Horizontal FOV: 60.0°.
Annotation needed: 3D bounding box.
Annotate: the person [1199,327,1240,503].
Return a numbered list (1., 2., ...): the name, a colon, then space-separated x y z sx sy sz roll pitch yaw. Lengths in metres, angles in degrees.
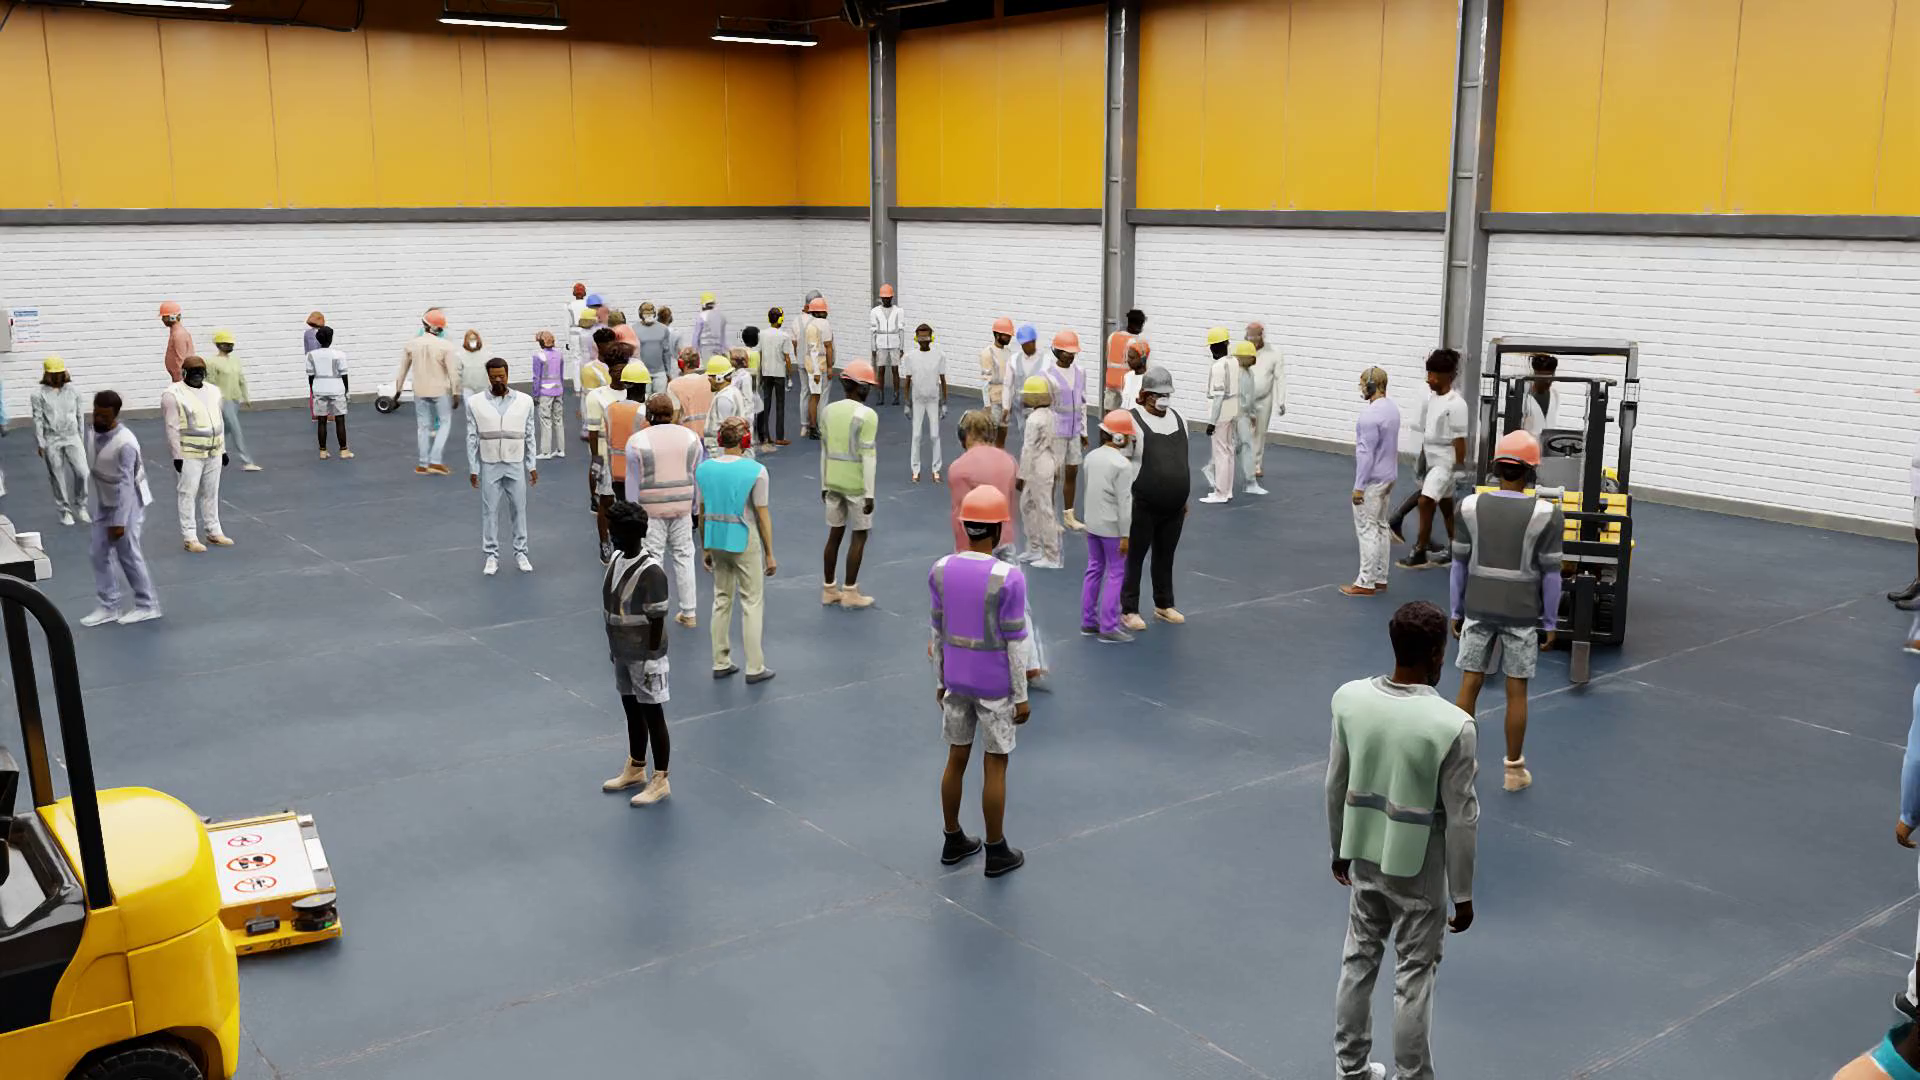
1. person: 2.821 -1.353 18.068 0.377 1.918 0.585 6 13 25

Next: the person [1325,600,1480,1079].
1. person: 1.568 1.156 5.953 0.376 1.915 0.599 -9 15 -39

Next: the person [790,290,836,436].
1. person: -1.968 -2.436 23.001 0.688 2.000 0.538 9 15 38

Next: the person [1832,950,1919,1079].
1. person: 1.920 1.686 3.507 0.616 1.879 0.456 -8 14 -35

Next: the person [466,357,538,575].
1. person: -4.049 -0.660 14.720 0.596 1.918 0.386 -4 12 -20

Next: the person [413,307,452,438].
1. person: -7.268 -2.313 22.996 0.545 1.802 0.525 -1 12 -5

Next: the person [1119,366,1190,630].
1. person: 1.523 -0.330 12.828 0.689 2.000 0.539 -7 14 -31

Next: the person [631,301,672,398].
1. person: -4.159 -2.225 22.262 0.636 1.930 0.372 -8 14 -32

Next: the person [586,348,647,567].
1. person: -3.078 -0.754 15.055 0.608 1.966 0.374 -10 15 -40

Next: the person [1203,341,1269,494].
1. person: 3.128 -1.397 18.780 0.798 1.714 0.496 7 14 31

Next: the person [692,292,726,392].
1. person: -4.006 -3.083 26.737 0.899 1.798 0.594 8 14 34

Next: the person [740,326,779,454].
1. person: -2.671 -1.914 21.376 0.749 1.657 0.559 -10 15 -40

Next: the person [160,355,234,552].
1. person: -7.168 -0.820 15.691 0.430 1.840 0.623 6 13 25

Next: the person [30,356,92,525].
1. person: -9.049 -0.987 16.760 0.489 1.728 0.519 -9 15 -38

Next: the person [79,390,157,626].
1. person: -6.505 -0.232 12.787 0.683 1.857 0.625 8 14 33

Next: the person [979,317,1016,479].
1. person: 0.467 -1.634 19.408 0.390 1.925 0.550 9 14 36

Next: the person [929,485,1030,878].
1. person: 0.112 0.688 8.187 0.545 1.930 0.387 9 15 36

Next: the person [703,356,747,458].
1. person: -2.237 -0.845 15.859 0.403 1.818 0.605 0 12 0

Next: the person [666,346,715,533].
1. person: -2.648 -0.990 16.488 0.378 1.844 0.569 10 16 41

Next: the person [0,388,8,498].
1. person: -10.732 -1.235 18.225 0.562 1.615 0.482 3 12 16

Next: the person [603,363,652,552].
1. person: -2.776 -0.555 14.229 0.581 1.919 0.393 7 14 30

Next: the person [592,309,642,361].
1. person: -4.215 -1.886 20.590 0.627 1.941 0.371 2 12 8

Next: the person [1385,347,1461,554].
1. person: 4.322 -0.825 15.461 0.568 1.940 0.655 -1 12 -3

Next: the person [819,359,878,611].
1. person: -0.874 -0.450 13.479 0.636 2.019 0.477 10 15 40

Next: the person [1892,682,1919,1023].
1. person: 4.016 1.072 6.555 0.591 1.837 0.403 3 12 15

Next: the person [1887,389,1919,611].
1. person: 7.788 -0.393 13.382 0.354 1.939 0.544 4 12 19

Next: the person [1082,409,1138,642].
1. person: 1.127 -0.117 12.511 0.352 1.747 0.627 -6 13 -26

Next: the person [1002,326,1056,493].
1. person: 0.767 -1.434 18.532 0.601 1.881 1.010 5 13 25

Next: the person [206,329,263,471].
1. person: -8.926 -1.703 20.221 0.895 1.728 0.530 3 12 16

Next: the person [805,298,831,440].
1. person: -1.939 -2.347 22.816 0.362 1.939 0.543 0 12 0
